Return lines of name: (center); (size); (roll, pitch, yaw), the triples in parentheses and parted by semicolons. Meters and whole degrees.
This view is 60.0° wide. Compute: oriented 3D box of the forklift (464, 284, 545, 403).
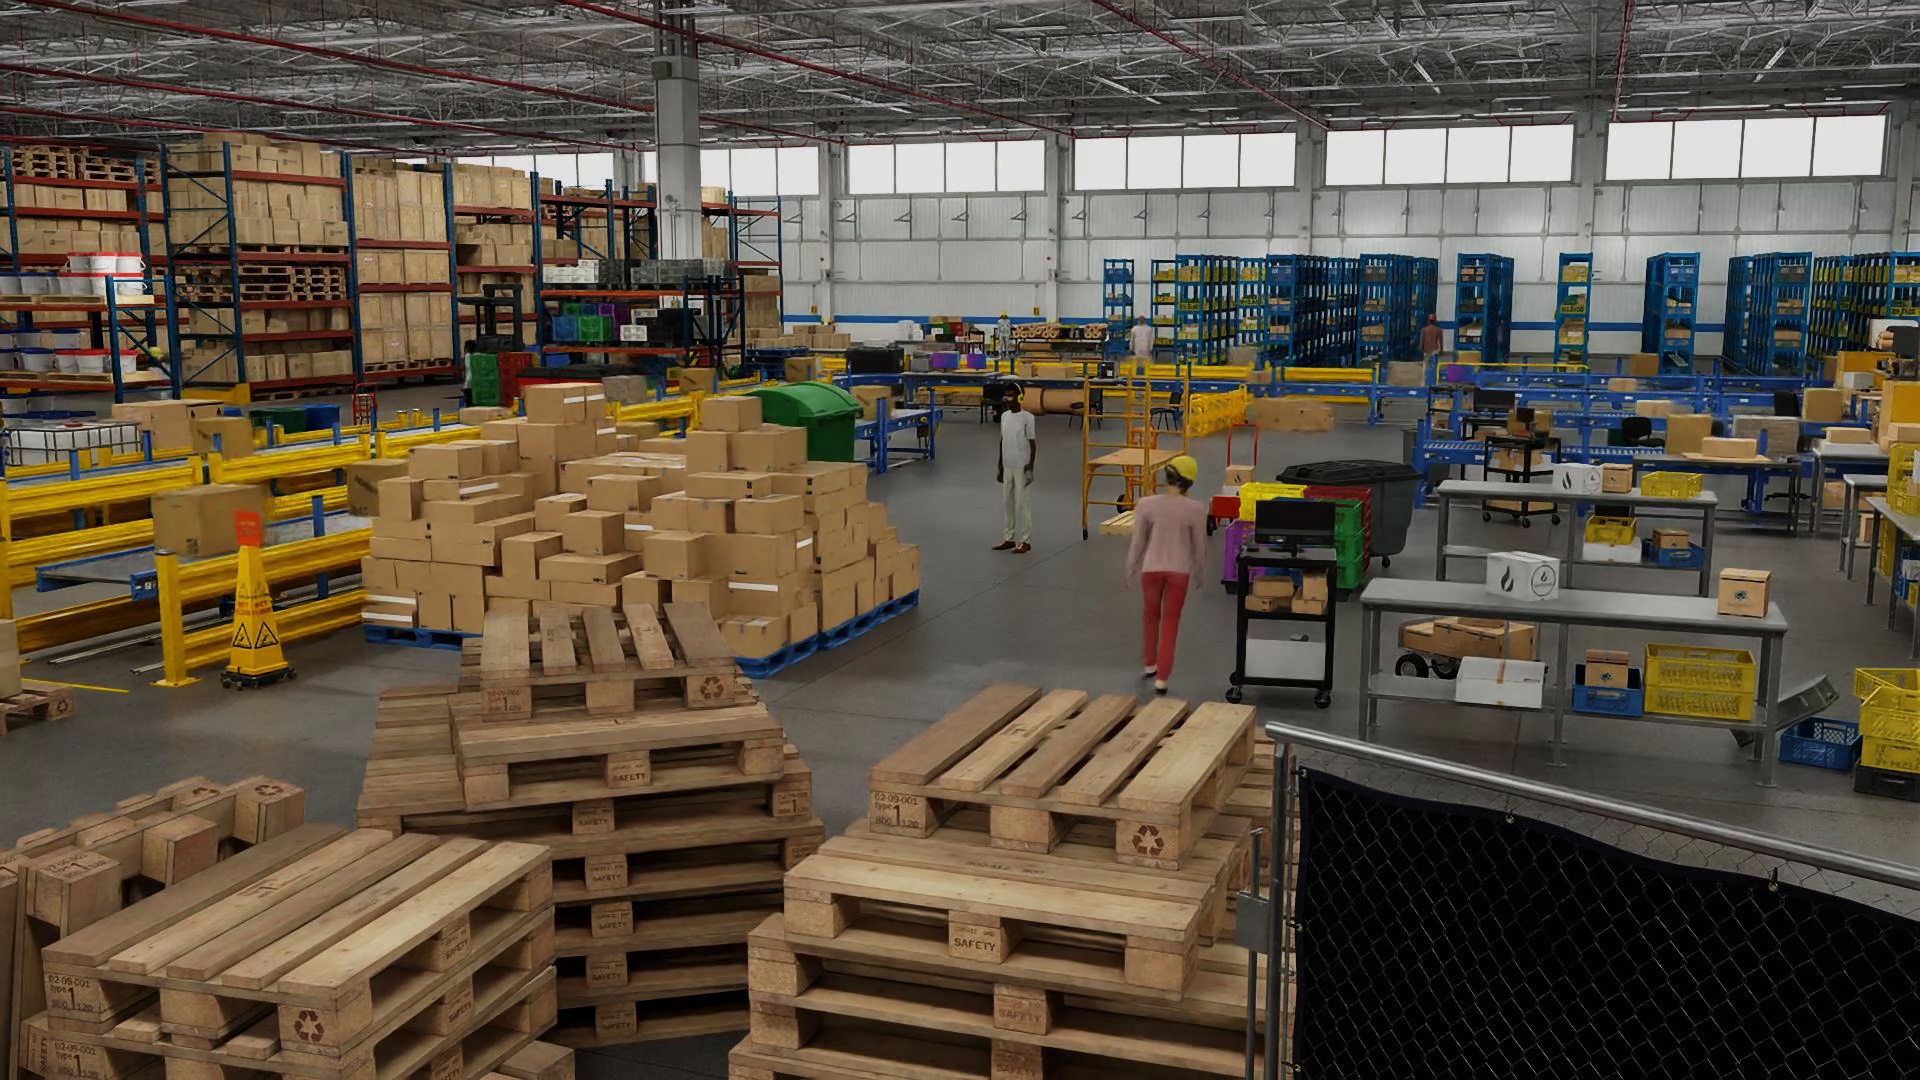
forklift: (-10.832, -4.702, 39.610); (1.129, 2.768, 1.873); (3, 10, 20)

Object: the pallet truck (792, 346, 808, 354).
pallet truck: (-3.705, -4.298, 42.022); (0.653, 1.274, 1.630); (3, 10, 20)

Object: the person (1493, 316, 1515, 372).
person: (16.282, -5.842, 50.168); (0.962, 1.796, 0.571); (5, 10, 27)

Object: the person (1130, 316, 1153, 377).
person: (5.236, -5.530, 48.022); (0.660, 1.862, 0.996); (1, 9, 5)

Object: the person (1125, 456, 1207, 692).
person: (1.525, 0.237, 12.260); (0.590, 1.710, 0.746); (3, 10, 21)

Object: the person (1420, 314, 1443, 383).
person: (13.188, -5.344, 46.549); (0.627, 1.953, 1.015); (3, 9, 17)

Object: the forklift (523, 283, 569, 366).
forklift: (-11.360, -5.775, 46.348); (1.129, 2.768, 1.873); (3, 10, 20)

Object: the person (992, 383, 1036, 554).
person: (0.597, -0.784, 18.178); (0.314, 1.869, 0.535); (-9, 13, -44)

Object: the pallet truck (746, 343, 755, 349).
pallet truck: (-6.183, -4.618, 44.264); (1.601, 1.201, 0.680); (-9, 12, -43)

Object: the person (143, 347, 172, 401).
person: (-13.852, -2.407, 28.587); (0.609, 1.787, 0.883); (5, 10, 26)

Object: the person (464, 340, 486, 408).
person: (-10.482, -3.529, 36.069); (0.539, 1.654, 0.785); (6, 11, 31)

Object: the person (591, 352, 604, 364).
person: (-9.457, -4.722, 43.708); (0.621, 1.611, 0.533); (-7, 12, -39)

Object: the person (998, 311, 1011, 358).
person: (1.613, -7.502, 60.790); (0.480, 1.733, 0.336); (-1, 9, -6)
